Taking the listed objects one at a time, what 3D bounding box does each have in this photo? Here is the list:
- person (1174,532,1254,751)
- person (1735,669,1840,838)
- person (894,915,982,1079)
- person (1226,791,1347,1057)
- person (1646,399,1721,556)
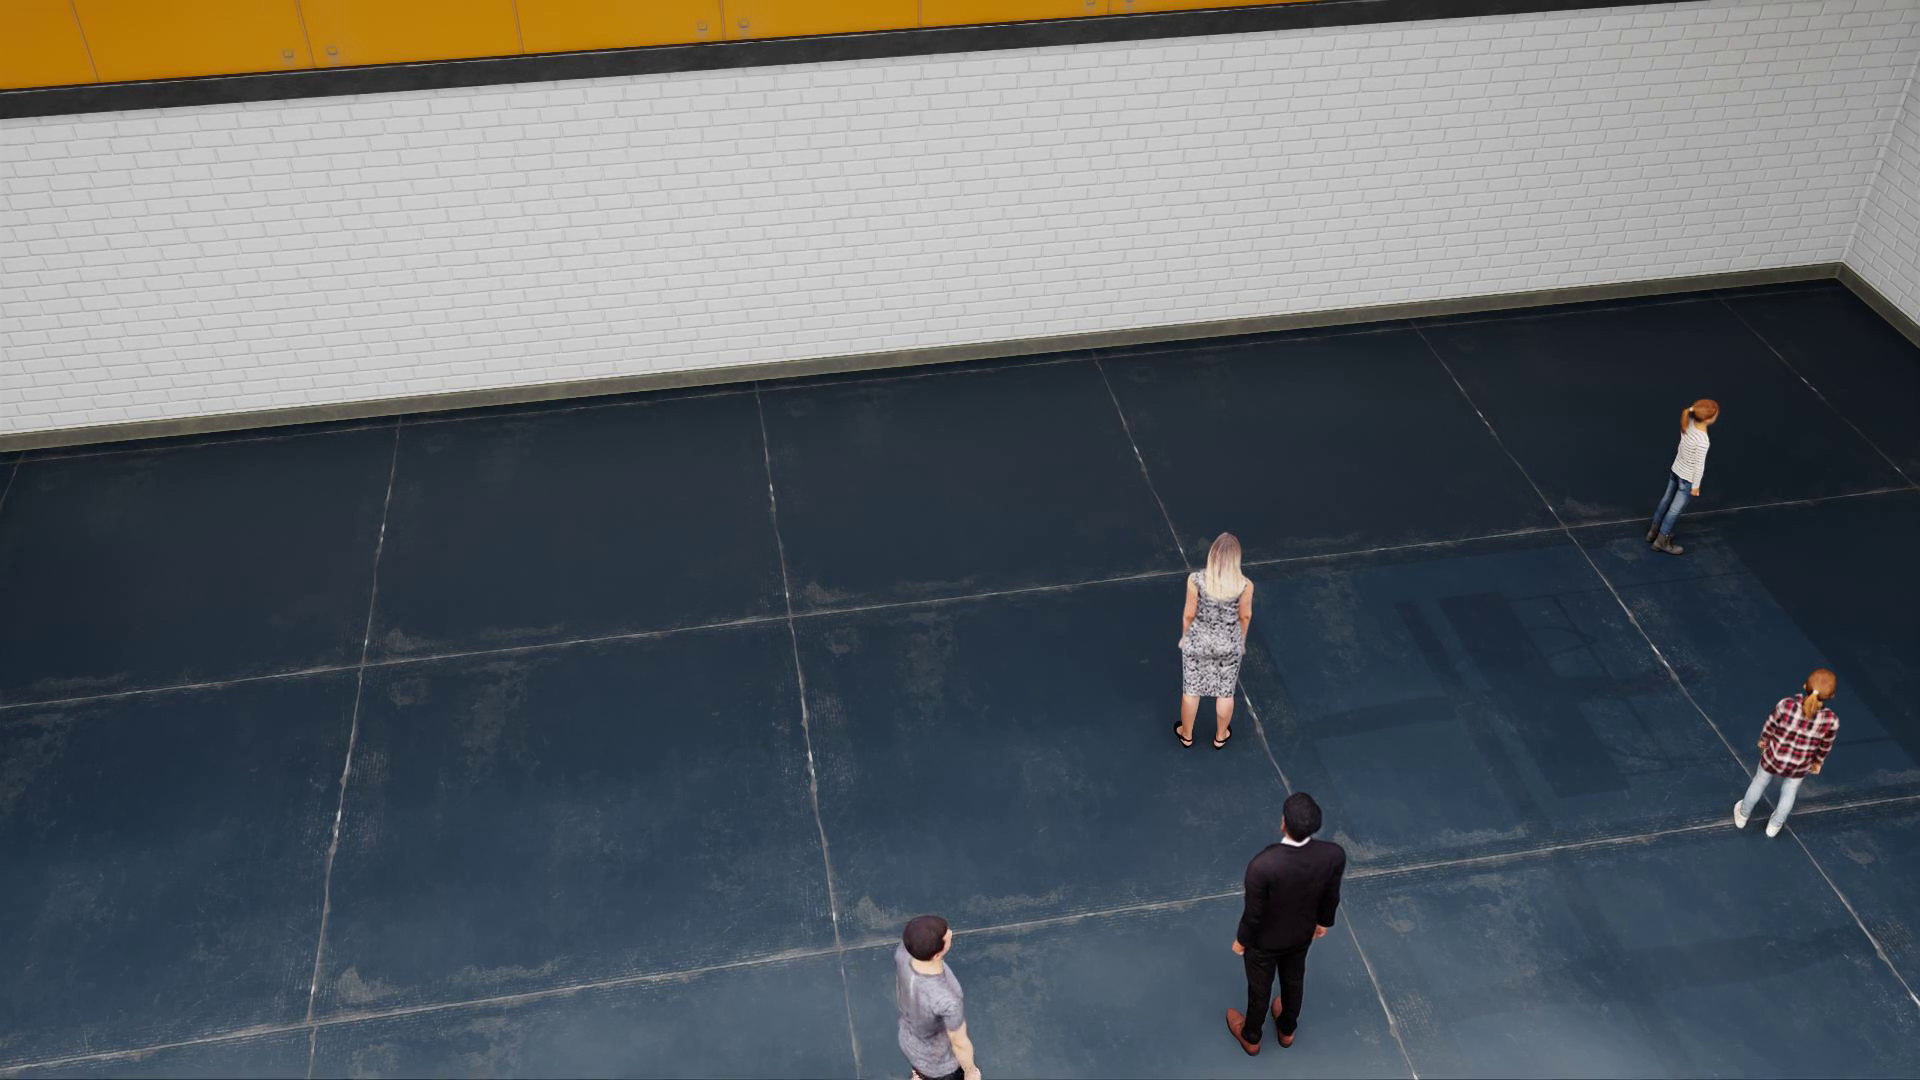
[{"bbox_3d":[1.600,0.663,10.542,0.631,1.704,0.592,5,39,7],"label":"person"},{"bbox_3d":[5.034,1.291,10.074,0.627,1.306,0.673,18,42,21],"label":"person"},{"bbox_3d":[-0.208,2.494,8.127,0.842,1.855,0.807,-18,42,-22],"label":"person"},{"bbox_3d":[1.680,2.023,8.696,0.721,1.882,0.570,-10,40,-12],"label":"person"},{"bbox_3d":[5.347,-0.481,12.284,0.558,1.316,0.464,-2,39,-2],"label":"person"}]
